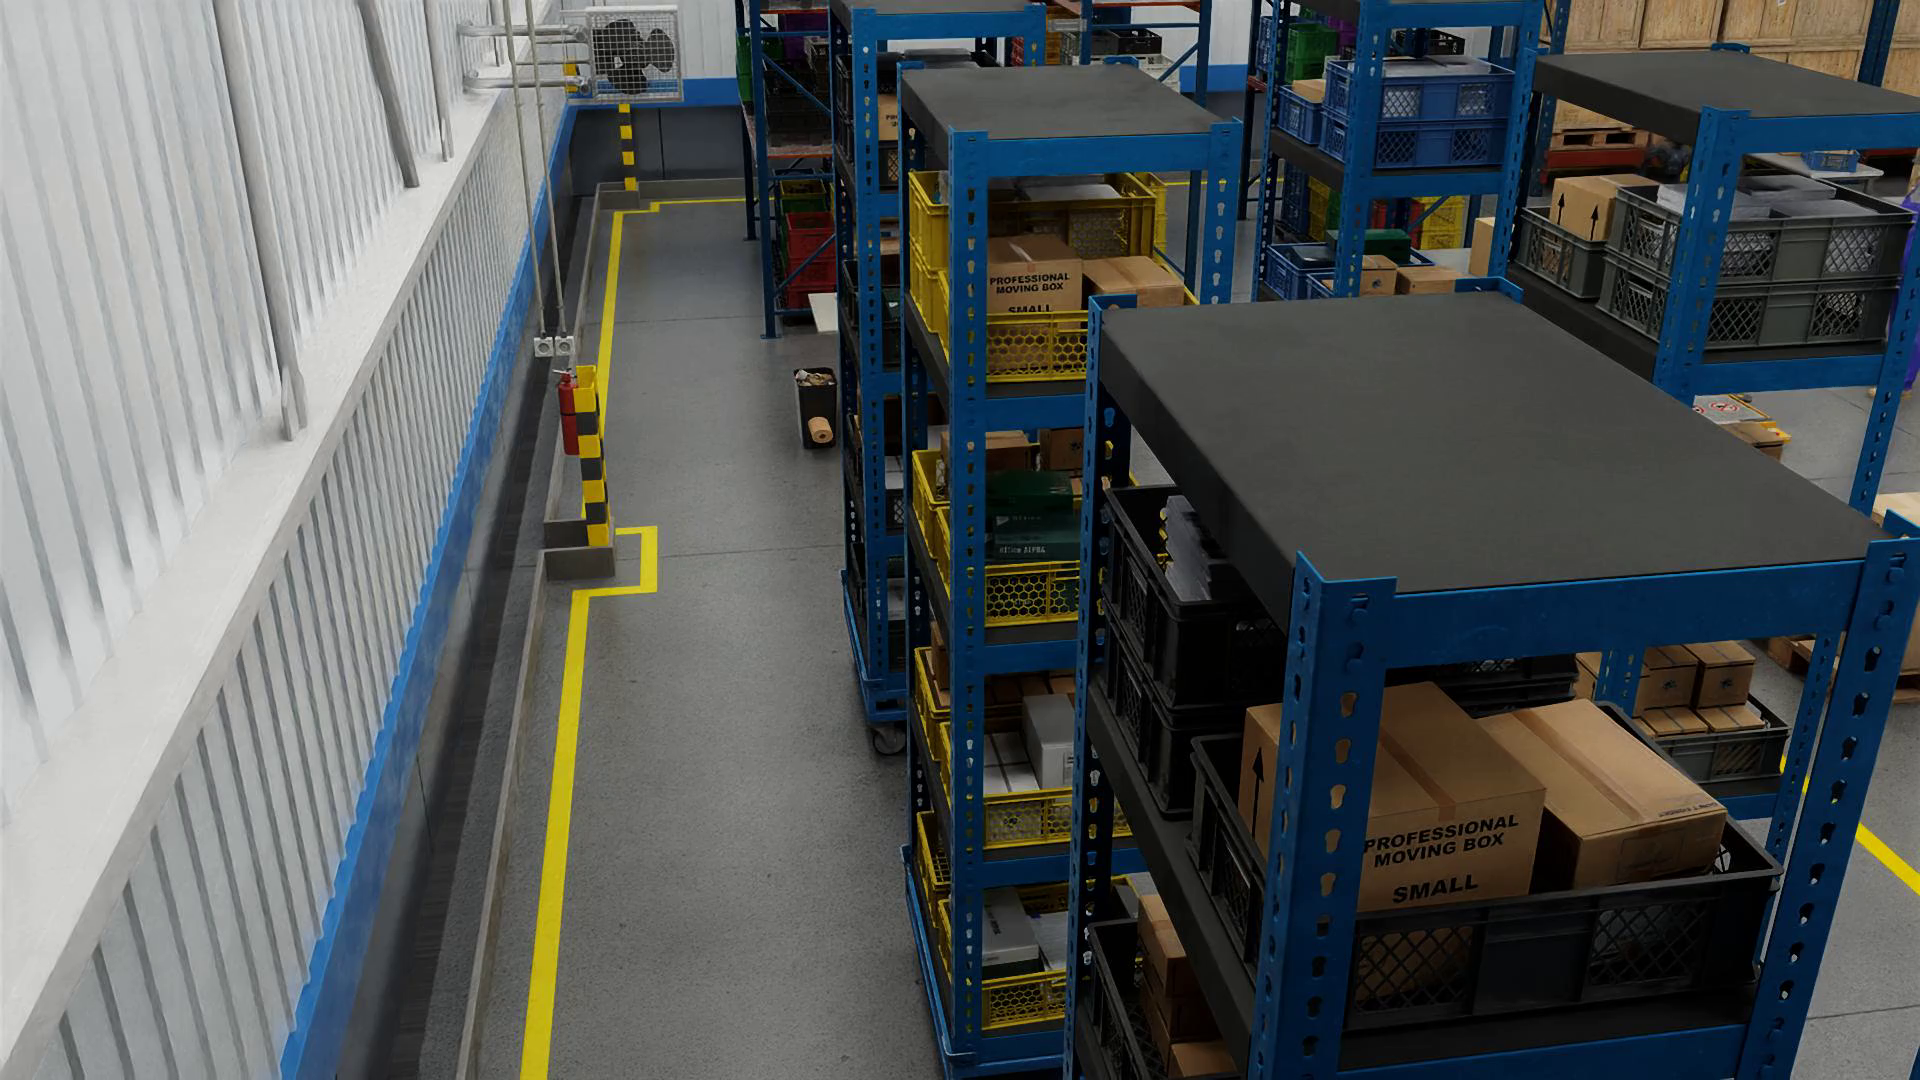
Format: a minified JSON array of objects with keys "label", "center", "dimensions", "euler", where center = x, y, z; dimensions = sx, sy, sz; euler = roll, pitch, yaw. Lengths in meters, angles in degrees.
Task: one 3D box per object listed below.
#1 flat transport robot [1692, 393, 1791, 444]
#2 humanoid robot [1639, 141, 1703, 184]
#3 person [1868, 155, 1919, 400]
[{"label":"flat transport robot","center":[5.224,-0.859,12.132],"dimensions":[1.431,0.197,0.652],"euler":[-4,25,-8]},{"label":"humanoid robot","center":[6.590,-3.132,15.486],"dimensions":[0.598,1.614,0.773],"euler":[11,27,23]},{"label":"person","center":[7.286,-2.090,12.723],"dimensions":[0.535,2.000,0.677],"euler":[5,25,10]}]
